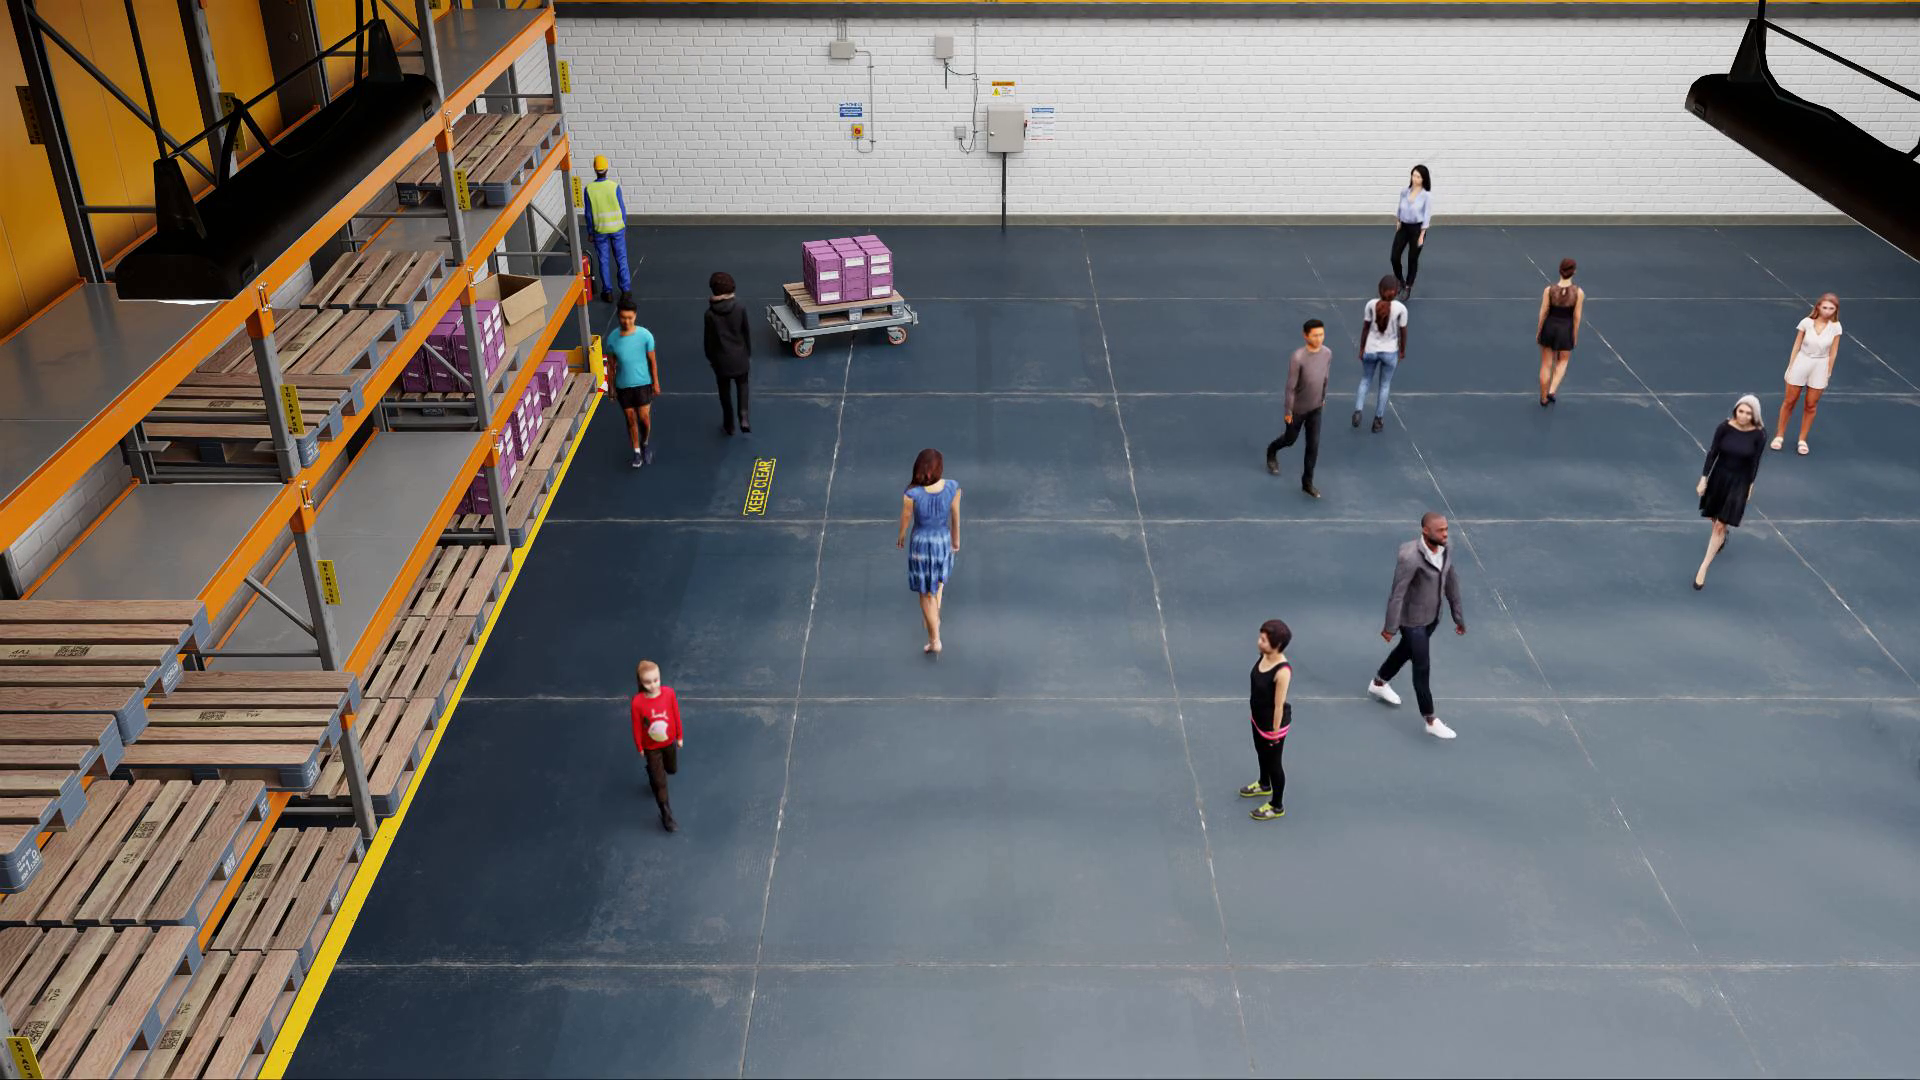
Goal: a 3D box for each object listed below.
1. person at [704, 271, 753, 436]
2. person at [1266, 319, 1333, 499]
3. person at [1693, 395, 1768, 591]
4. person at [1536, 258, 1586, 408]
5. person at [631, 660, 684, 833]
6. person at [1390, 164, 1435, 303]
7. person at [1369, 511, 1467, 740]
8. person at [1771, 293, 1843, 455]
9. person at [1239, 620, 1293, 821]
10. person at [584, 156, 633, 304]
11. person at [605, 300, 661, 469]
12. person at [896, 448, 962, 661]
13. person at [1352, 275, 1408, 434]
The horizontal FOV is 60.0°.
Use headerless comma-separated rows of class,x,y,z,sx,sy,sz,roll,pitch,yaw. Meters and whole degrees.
person,-2.335,-1.858,17.000,0.742,1.766,0.863,-7,29,-13
person,3.278,-1.325,16.048,1.187,1.741,0.938,-1,29,-2
person,6.704,-0.466,14.511,1.018,1.707,1.213,18,33,30
person,6.342,-2.171,17.675,0.677,1.669,0.712,11,31,20
person,-2.116,1.381,11.584,0.753,1.267,0.881,-17,33,-28
person,5.642,-3.798,20.592,0.760,1.732,0.804,22,36,34
person,3.398,0.562,12.562,1.156,1.766,1.263,-21,35,-34
person,8.571,-1.703,16.788,0.658,1.696,0.680,14,31,23
person,2.169,1.221,11.582,0.620,1.549,0.485,-4,29,-7
person,-4.368,-3.850,20.606,0.726,1.810,0.682,-8,30,-14
person,-3.219,-1.568,16.469,0.650,1.765,0.605,0,29,-1
person,-0.192,0.148,13.304,0.832,1.784,0.907,-16,33,-27
person,4.340,-1.902,17.131,0.710,1.718,0.745,13,31,22
